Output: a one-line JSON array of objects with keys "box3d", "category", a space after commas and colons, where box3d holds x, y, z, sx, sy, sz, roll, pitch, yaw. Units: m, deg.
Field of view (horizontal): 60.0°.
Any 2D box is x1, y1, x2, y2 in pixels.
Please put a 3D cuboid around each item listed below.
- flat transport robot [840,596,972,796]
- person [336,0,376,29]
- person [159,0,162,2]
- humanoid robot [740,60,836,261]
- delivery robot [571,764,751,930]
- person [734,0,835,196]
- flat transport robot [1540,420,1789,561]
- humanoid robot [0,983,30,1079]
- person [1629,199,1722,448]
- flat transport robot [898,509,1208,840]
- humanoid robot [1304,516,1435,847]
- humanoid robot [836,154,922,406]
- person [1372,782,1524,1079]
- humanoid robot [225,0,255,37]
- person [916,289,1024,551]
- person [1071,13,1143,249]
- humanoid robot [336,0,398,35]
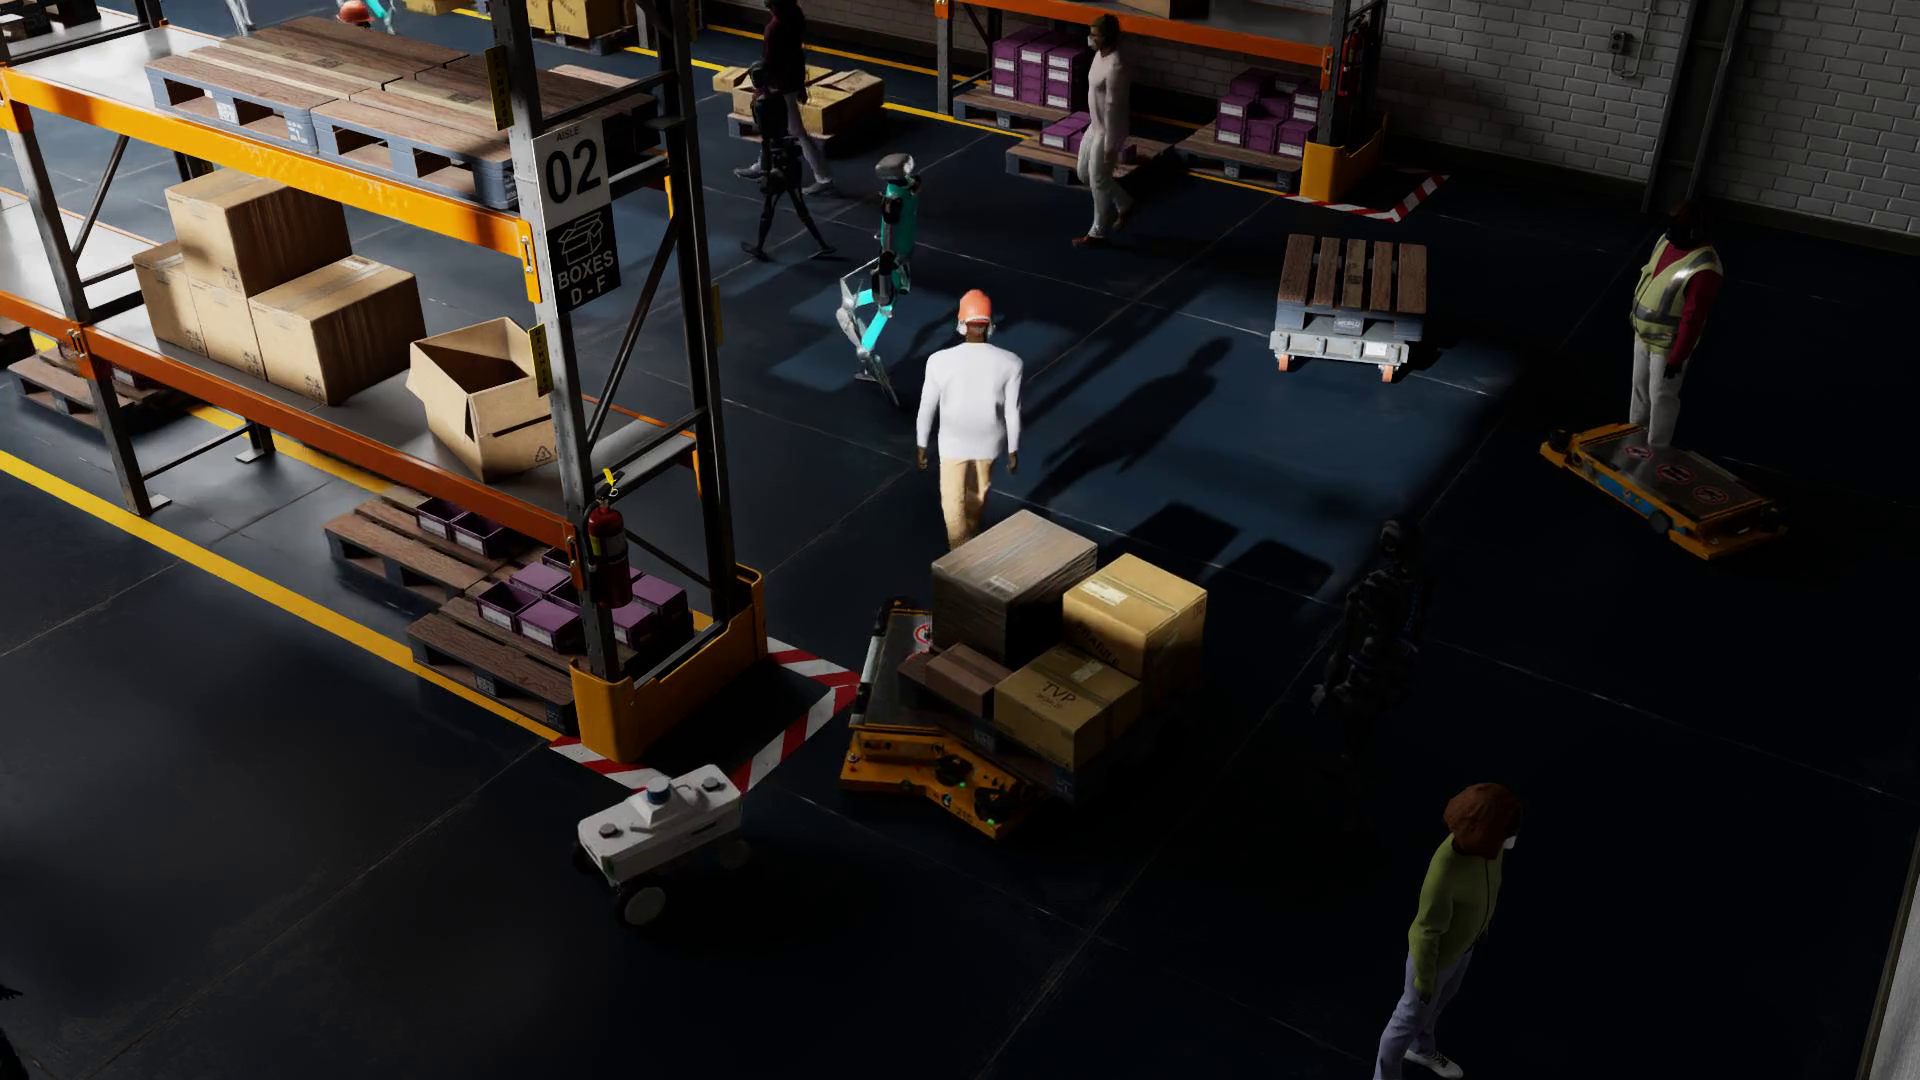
[{"box3d": [-0.184, 0.793, 8.654, 0.659, 0.231, 1.431, 3, 33, 5], "category": "flat transport robot"}, {"box3d": [-5.132, -3.755, 14.297, 0.567, 1.730, 0.572, -3, 33, -5], "category": "person"}, {"box3d": [-9.751, -7.328, 19.770, 0.431, 1.758, 0.756, 9, 34, 14], "category": "person"}, {"box3d": [-1.406, -2.988, 13.210, 0.777, 1.624, 0.592, 8, 34, 12], "category": "humanoid robot"}, {"box3d": [-1.349, 1.327, 7.548, 0.749, 0.569, 0.499, -22, 39, -30], "category": "delivery robot"}, {"box3d": [-1.552, -3.948, 14.452, 1.023, 1.896, 0.497, 8, 34, 12], "category": "person"}, {"box3d": [4.393, -0.359, 10.426, 0.659, 0.231, 1.431, -15, 36, -21], "category": "flat transport robot"}, {"box3d": [-3.516, 1.742, 5.906, 0.325, 1.656, 0.608, -13, 35, -19], "category": "humanoid robot"}, {"box3d": [4.375, -1.253, 10.369, 0.431, 1.838, 0.624, -2, 33, -3], "category": "person"}, {"box3d": [0.416, 0.949, 8.415, 0.659, 0.231, 1.431, 27, 42, 35], "category": "flat transport robot"}, {"box3d": [1.869, 0.620, 7.658, 0.613, 1.644, 0.610, -18, 37, -26], "category": "humanoid robot"}, {"box3d": [-0.626, -1.738, 11.232, 0.784, 1.815, 0.533, 9, 34, 13], "category": "humanoid robot"}, {"box3d": [1.844, 1.537, 6.268, 0.285, 1.626, 0.495, 26, 41, 34], "category": "person"}, {"box3d": [-8.182, -6.532, 18.590, 0.770, 1.810, 0.540, 26, 41, 34], "category": "humanoid robot"}, {"box3d": [0.062, -0.534, 9.371, 0.607, 1.709, 0.765, -4, 33, -6], "category": "person"}, {"box3d": [1.205, -3.270, 13.387, 0.520, 1.925, 0.628, -4, 33, -7], "category": "person"}, {"box3d": [-6.159, -5.634, 17.293, 0.743, 1.896, 0.551, 23, 40, 31], "category": "humanoid robot"}]
